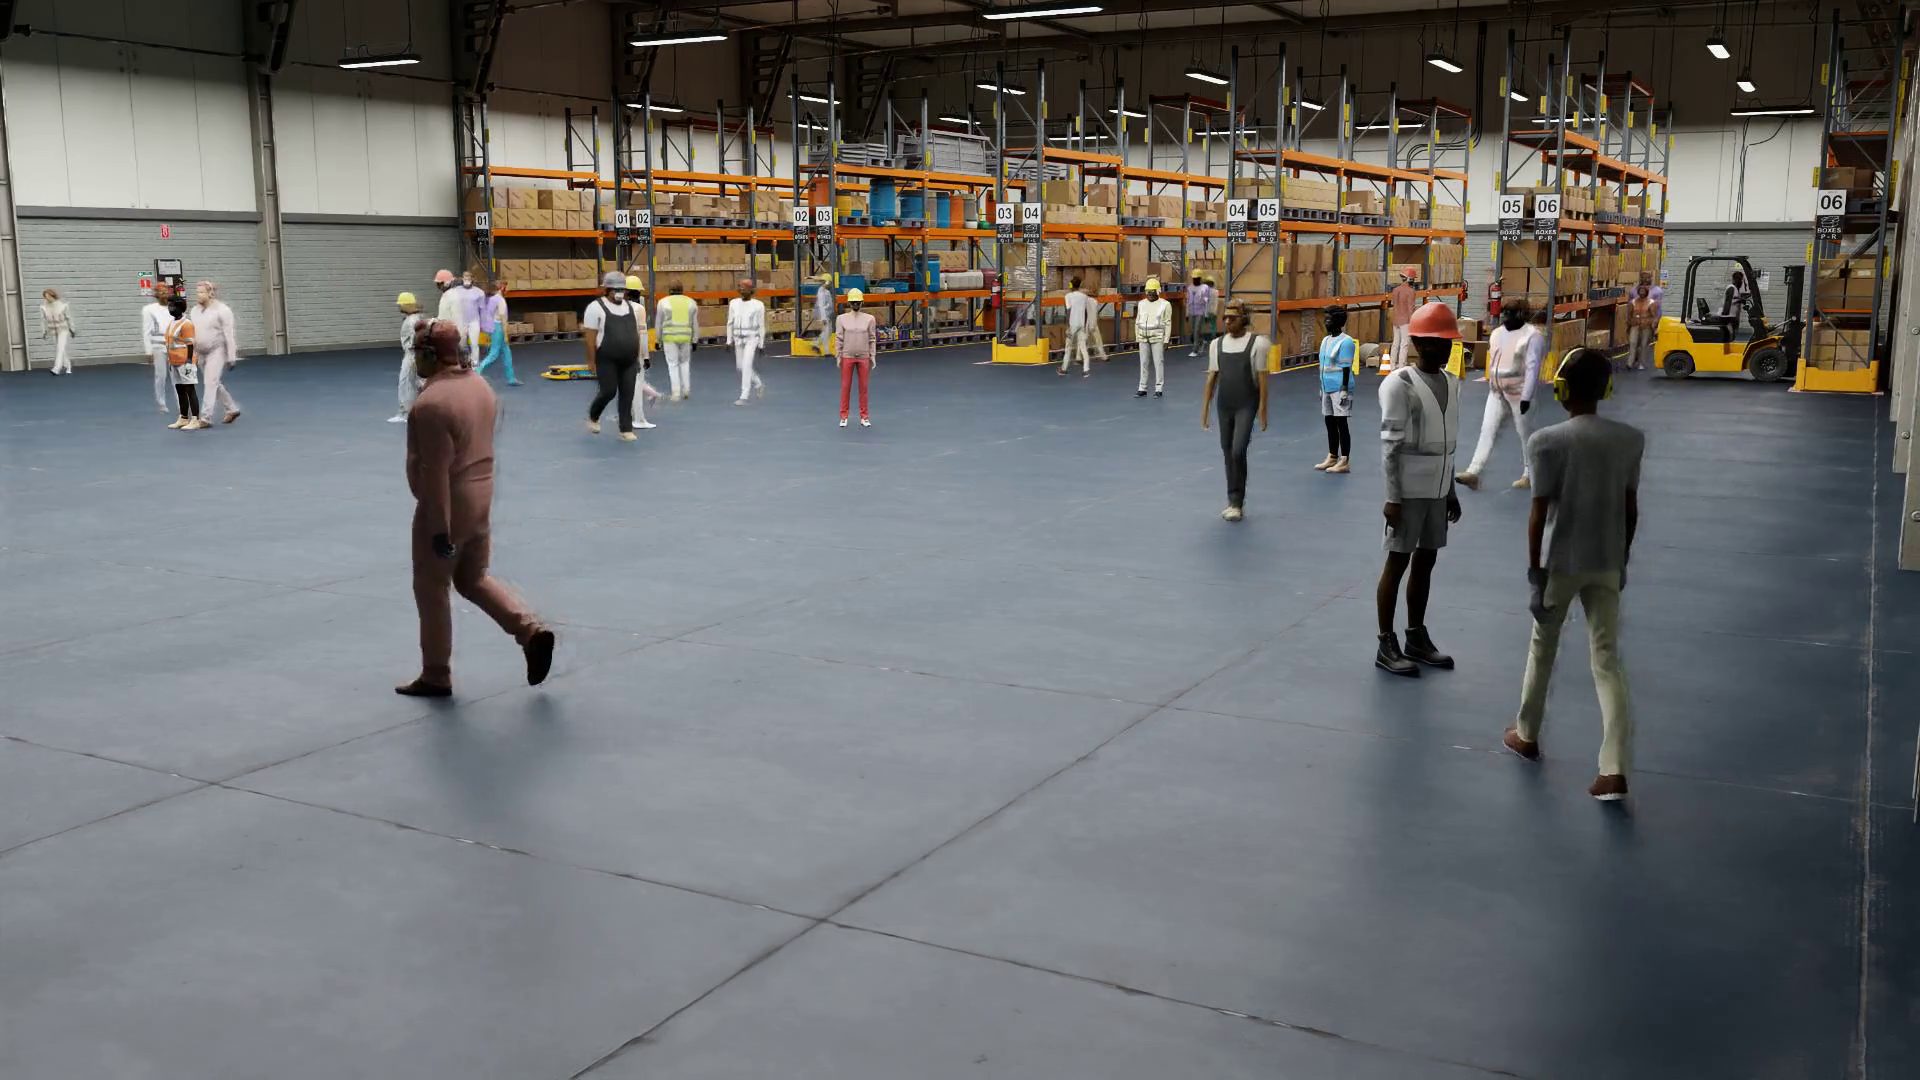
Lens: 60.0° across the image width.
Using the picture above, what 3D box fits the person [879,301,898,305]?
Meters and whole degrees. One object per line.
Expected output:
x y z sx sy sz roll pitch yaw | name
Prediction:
-2.209 -7.397 50.548 0.617 1.910 1.019 5 11 26 | person

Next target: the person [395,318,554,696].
-2.429 -0.147 8.162 0.712 1.884 0.649 2 10 13 | person

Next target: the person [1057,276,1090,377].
2.105 -3.860 30.114 0.539 1.815 0.997 -5 11 -27 | person

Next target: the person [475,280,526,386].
-7.766 -3.437 27.713 0.892 1.796 0.592 -5 11 -28 | person

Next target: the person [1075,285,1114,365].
2.678 -4.318 33.442 0.866 1.581 0.502 -5 11 -27 | person

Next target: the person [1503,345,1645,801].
2.551 0.117 6.823 0.516 1.823 0.992 0 10 2 | person

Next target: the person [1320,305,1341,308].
9.701 -6.055 43.556 0.527 1.598 0.826 1 10 4 | person

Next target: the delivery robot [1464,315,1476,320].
13.863 -5.915 45.539 0.707 0.478 0.477 -1 10 -9 | delivery robot

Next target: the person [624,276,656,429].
-4.130 -2.364 21.010 0.589 1.927 0.369 7 12 37 | person

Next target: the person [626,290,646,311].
-6.713 -4.509 34.431 0.501 1.633 0.279 3 10 19 | person

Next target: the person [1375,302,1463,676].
2.424 -0.267 8.699 0.542 1.939 0.364 -7 12 -34 | person

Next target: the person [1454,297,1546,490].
5.074 -1.345 15.431 0.945 1.789 0.654 -5 11 -29 | person

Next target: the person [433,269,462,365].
-7.793 -3.166 25.584 0.601 1.977 0.616 -6 11 -31 | person

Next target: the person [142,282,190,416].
-10.896 -2.623 22.817 0.573 1.843 1.000 -7 12 -37 | person

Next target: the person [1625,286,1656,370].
12.941 -4.023 31.648 0.545 1.595 0.823 6 12 32 | person

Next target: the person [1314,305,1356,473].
3.779 -1.516 16.745 0.321 1.689 0.530 -3 10 -18 | person

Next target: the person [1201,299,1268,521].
2.222 -1.055 13.652 0.541 1.821 0.655 7 12 36 | person

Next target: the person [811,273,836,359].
-2.905 -4.777 35.470 0.462 1.809 0.649 1 10 3 | person

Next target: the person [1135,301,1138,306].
5.138 -6.638 46.274 0.717 1.842 0.517 -8 13 -40 | person

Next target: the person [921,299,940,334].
-0.789 -6.373 45.386 0.505 1.623 0.527 3 10 16 | person

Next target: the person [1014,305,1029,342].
1.605 -5.815 41.752 0.539 1.740 0.678 4 11 23 | person

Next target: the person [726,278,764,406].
-3.099 -2.917 24.470 0.586 1.861 0.789 5 11 25 | person

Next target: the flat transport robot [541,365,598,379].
-6.666 -3.011 29.642 1.431 0.197 0.652 -6 11 -30 | flat transport robot

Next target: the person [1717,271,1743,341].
15.149 -4.352 32.826 0.378 1.878 0.734 7 12 36 | person

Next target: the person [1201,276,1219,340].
5.848 -5.387 39.332 0.529 1.722 0.909 6 11 30 | person

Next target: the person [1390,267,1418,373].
7.865 -3.823 29.385 0.402 1.986 0.611 -3 10 -19 | person

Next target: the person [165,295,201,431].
-9.748 -2.216 20.816 0.532 1.698 0.319 7 12 37 | person

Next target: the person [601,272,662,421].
-4.381 -2.577 22.137 0.744 1.968 0.639 -5 11 -27 | person

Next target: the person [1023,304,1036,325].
1.807 -5.681 40.424 0.561 1.925 0.477 3 10 17 | person

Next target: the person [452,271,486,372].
-9.005 -3.976 30.493 0.635 1.918 0.708 -2 10 -12 | person

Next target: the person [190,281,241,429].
-9.584 -2.383 21.306 0.658 1.870 0.941 4 11 23 | person

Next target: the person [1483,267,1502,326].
15.079 -6.717 46.644 0.806 1.876 0.646 4 10 22 | person

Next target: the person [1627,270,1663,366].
13.530 -4.378 32.913 0.649 1.891 0.434 5 11 28 | person

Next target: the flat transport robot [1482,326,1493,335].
14.668 -5.758 45.726 0.652 0.197 1.431 1 10 8 | flat transport robot

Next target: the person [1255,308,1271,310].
6.692 -4.892 35.846 0.580 1.908 0.831 6 11 29 | person

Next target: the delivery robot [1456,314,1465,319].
13.919 -6.012 46.107 0.477 0.478 0.707 -3 10 -15 | delivery robot

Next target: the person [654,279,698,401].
-4.310 -3.011 25.102 0.633 1.827 0.599 -5 11 -29 | person

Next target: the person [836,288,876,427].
-1.324 -2.324 21.248 0.526 1.768 0.331 -2 10 -10 | person

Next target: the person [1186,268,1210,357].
5.159 -4.924 36.040 0.601 1.911 0.586 9 13 43 | person

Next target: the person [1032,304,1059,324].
1.931 -5.216 37.704 0.628 1.932 0.365 0 10 1 | person

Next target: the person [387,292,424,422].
-7.145 -2.406 21.882 0.773 1.712 0.490 -3 10 -18 | person

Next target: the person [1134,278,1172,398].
2.940 -3.085 25.508 0.586 1.833 0.403 6 11 32 | person

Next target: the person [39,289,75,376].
-16.537 -3.809 30.508 0.510 1.569 0.899 -1 10 -4 | person

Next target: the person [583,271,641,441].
-4.091 -2.184 19.624 0.705 2.000 0.695 -9 13 -42 | person
